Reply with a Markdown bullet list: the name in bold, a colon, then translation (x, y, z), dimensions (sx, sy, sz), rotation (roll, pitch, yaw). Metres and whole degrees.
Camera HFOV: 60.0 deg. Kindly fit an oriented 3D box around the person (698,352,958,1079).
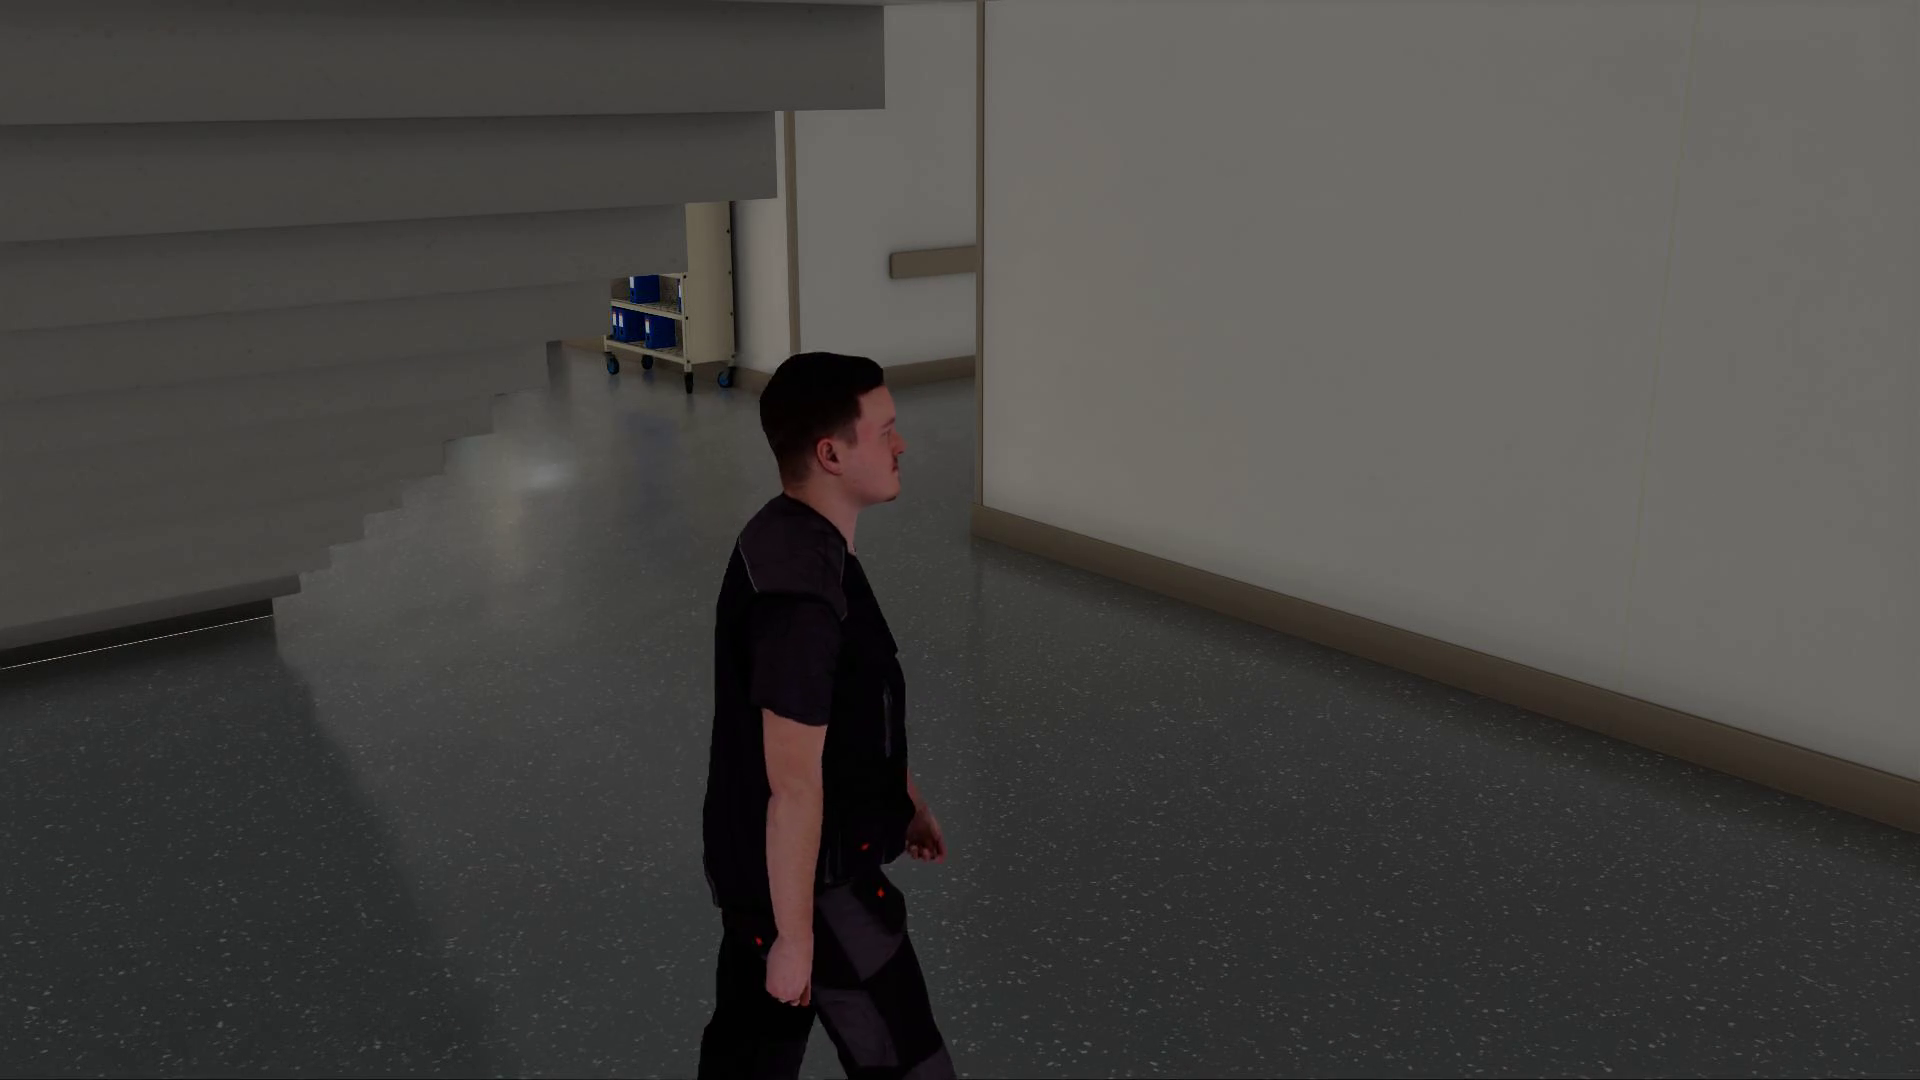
- **person**: translation (-0.361, 0.595, 2.893), dimensions (0.987, 1.826, 0.967), rotation (-3, 16, -10)
